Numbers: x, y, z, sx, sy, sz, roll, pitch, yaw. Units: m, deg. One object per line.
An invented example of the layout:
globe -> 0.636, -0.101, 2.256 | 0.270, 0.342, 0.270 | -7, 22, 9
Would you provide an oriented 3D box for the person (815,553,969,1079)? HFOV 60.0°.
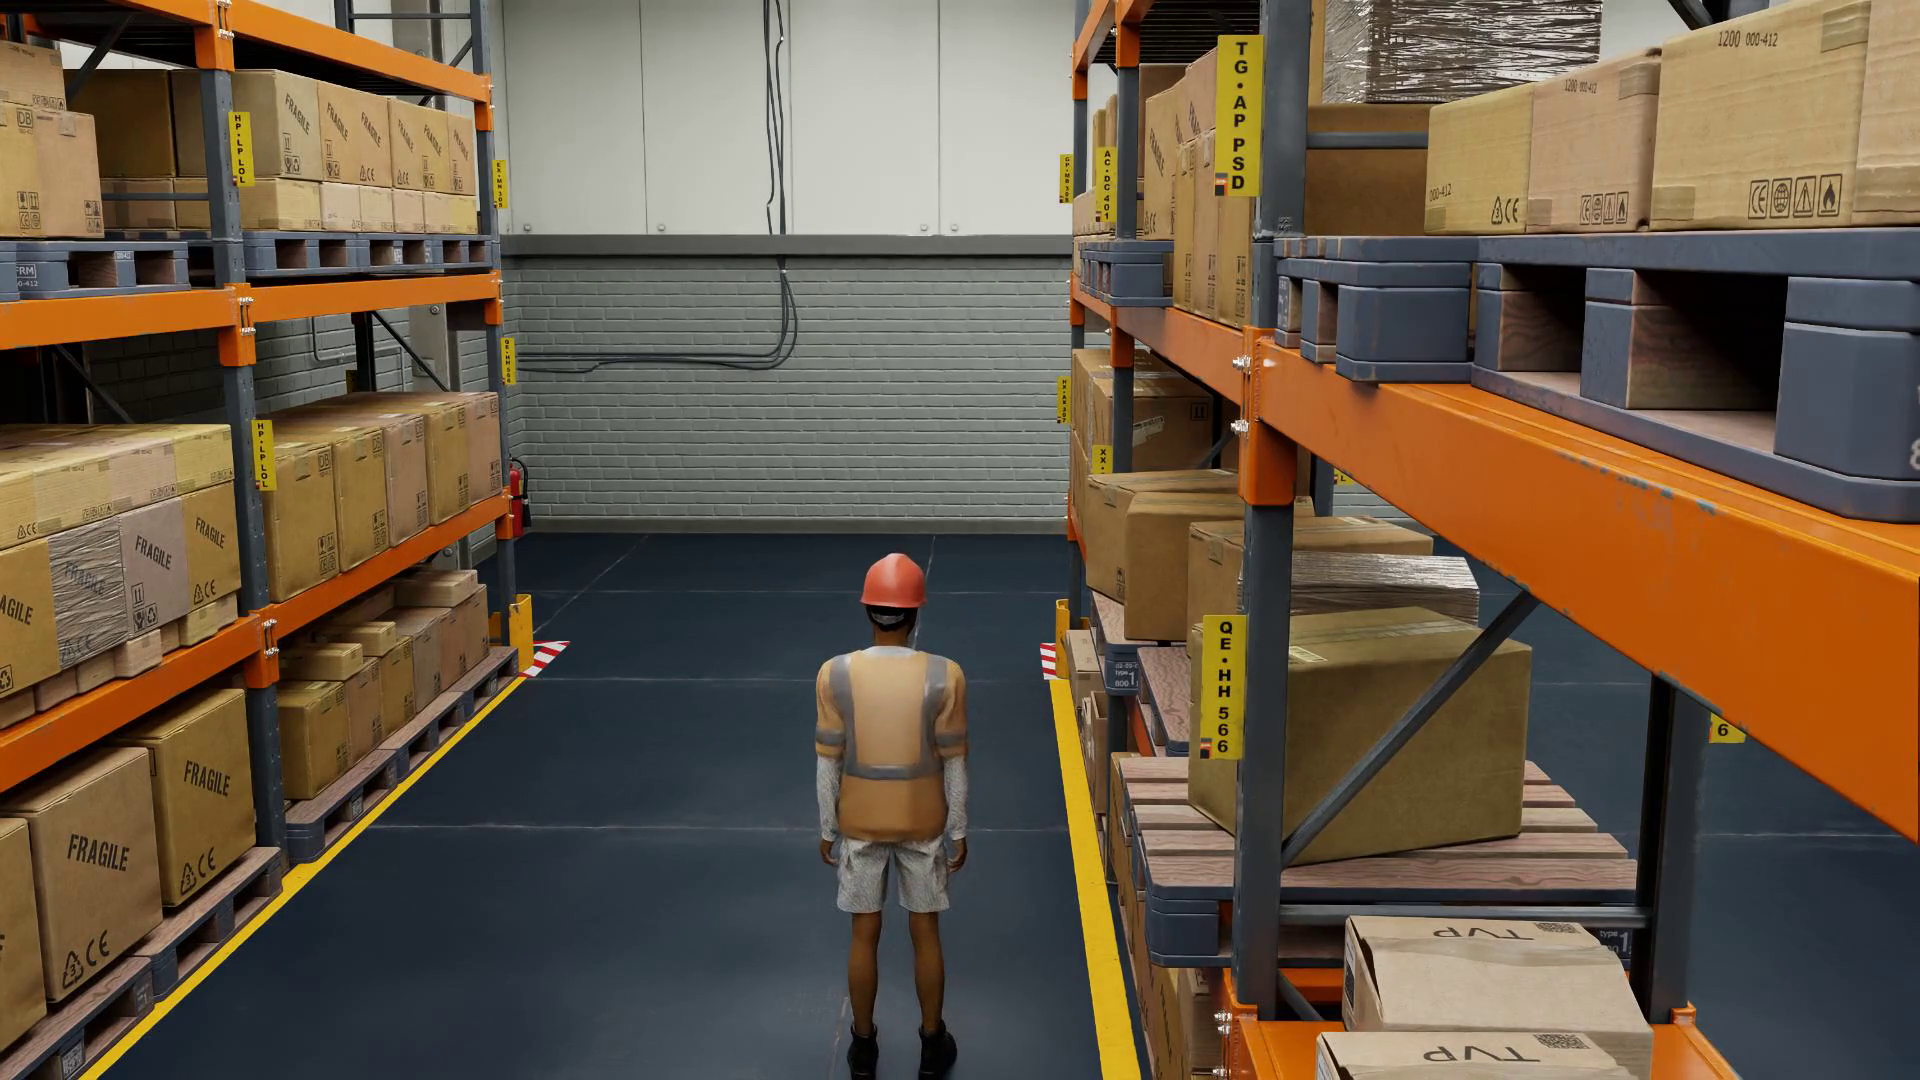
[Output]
person -> -0.241, 1.007, 6.040 | 0.552, 1.934, 0.373 | 0, 10, 2
